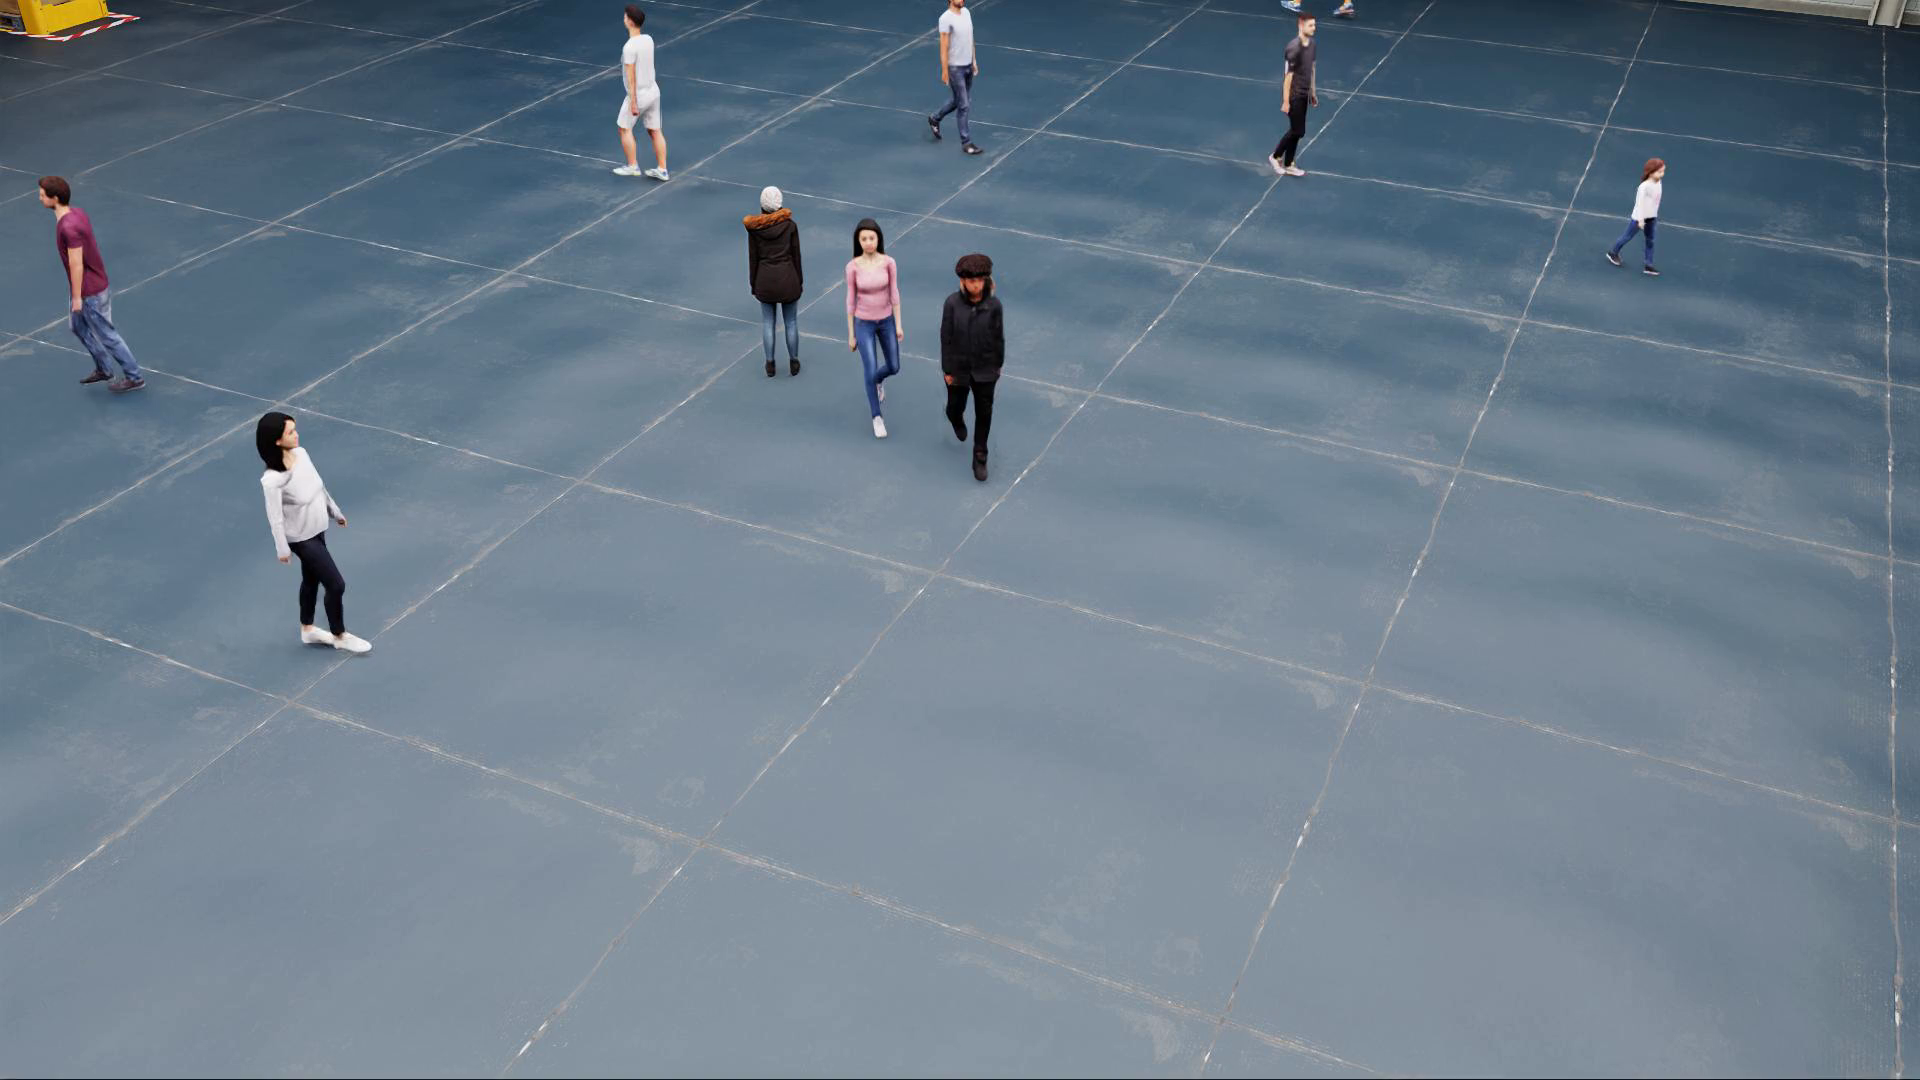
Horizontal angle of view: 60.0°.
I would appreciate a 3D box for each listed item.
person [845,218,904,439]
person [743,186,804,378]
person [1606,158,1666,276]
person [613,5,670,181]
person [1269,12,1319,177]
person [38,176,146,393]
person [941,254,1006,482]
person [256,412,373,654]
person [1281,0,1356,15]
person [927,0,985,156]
[{"bbox_3d":[-0.670,-1.697,12.955,0.892,1.733,0.925,-8,33,-12],"label":"person"},{"bbox_3d":[-1.506,-2.134,13.740,0.680,1.634,0.777,-1,32,-1],"label":"person"},{"bbox_3d":[6.433,-3.088,15.763,0.741,1.089,0.837,-14,35,-21],"label":"person"},{"bbox_3d":[-3.287,-4.697,17.613,0.810,1.837,0.686,14,35,21],"label":"person"},{"bbox_3d":[3.539,-4.763,17.797,0.703,1.753,0.697,22,38,30],"label":"person"},{"bbox_3d":[-6.949,-2.061,13.437,0.935,1.835,0.872,-13,35,-20],"label":"person"},{"bbox_3d":[0.072,-1.334,12.349,0.994,1.766,0.982,-5,33,-8],"label":"person"},{"bbox_3d":[-4.165,-0.040,10.373,0.844,1.684,0.770,0,32,0],"label":"person"},{"bbox_3d":[5.206,-8.226,23.224,1.292,1.819,0.700,17,36,24],"label":"person"},{"bbox_3d":[-0.076,-5.260,18.496,1.123,1.846,0.727,20,38,29],"label":"person"}]
